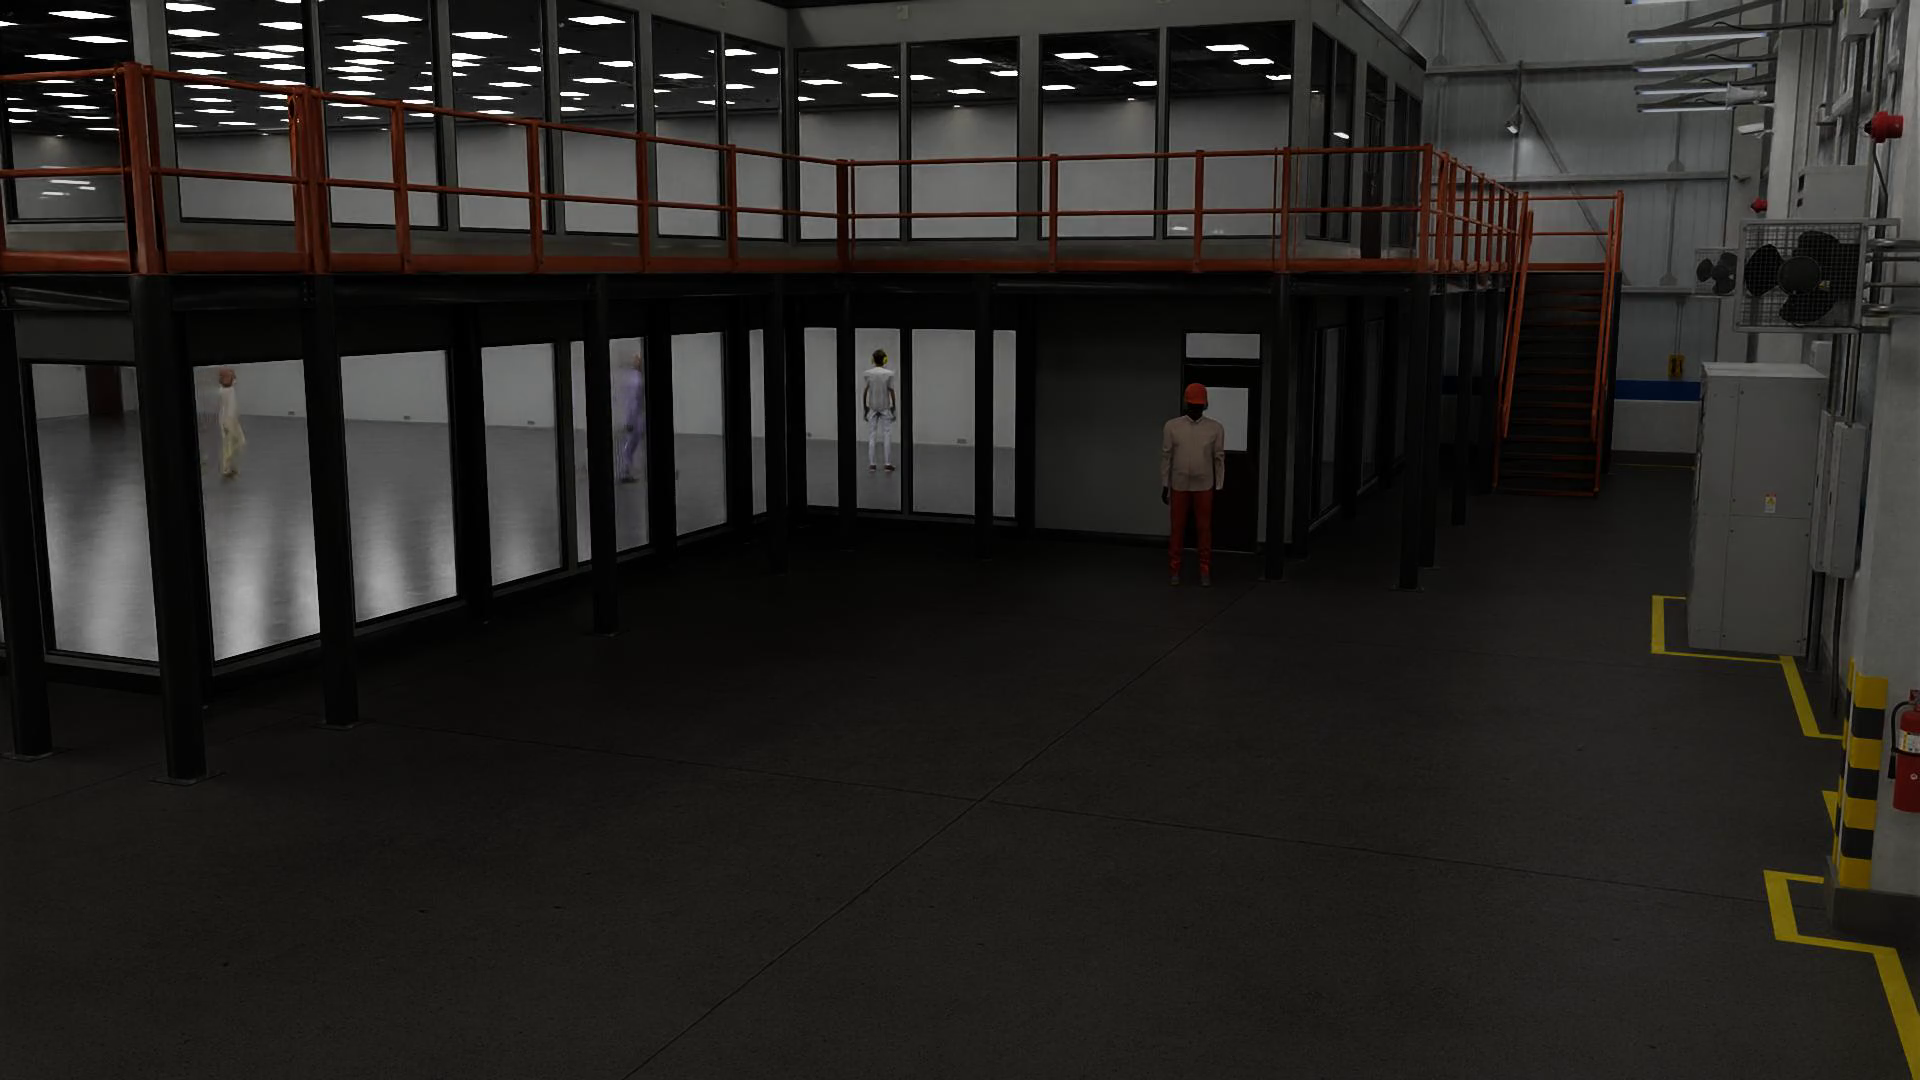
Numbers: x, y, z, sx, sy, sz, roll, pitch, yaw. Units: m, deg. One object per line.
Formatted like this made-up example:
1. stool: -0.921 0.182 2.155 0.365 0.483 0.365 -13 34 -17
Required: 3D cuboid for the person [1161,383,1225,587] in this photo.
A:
1. person: 2.250 -0.529 16.095 0.612 1.986 0.406 1 9 8
